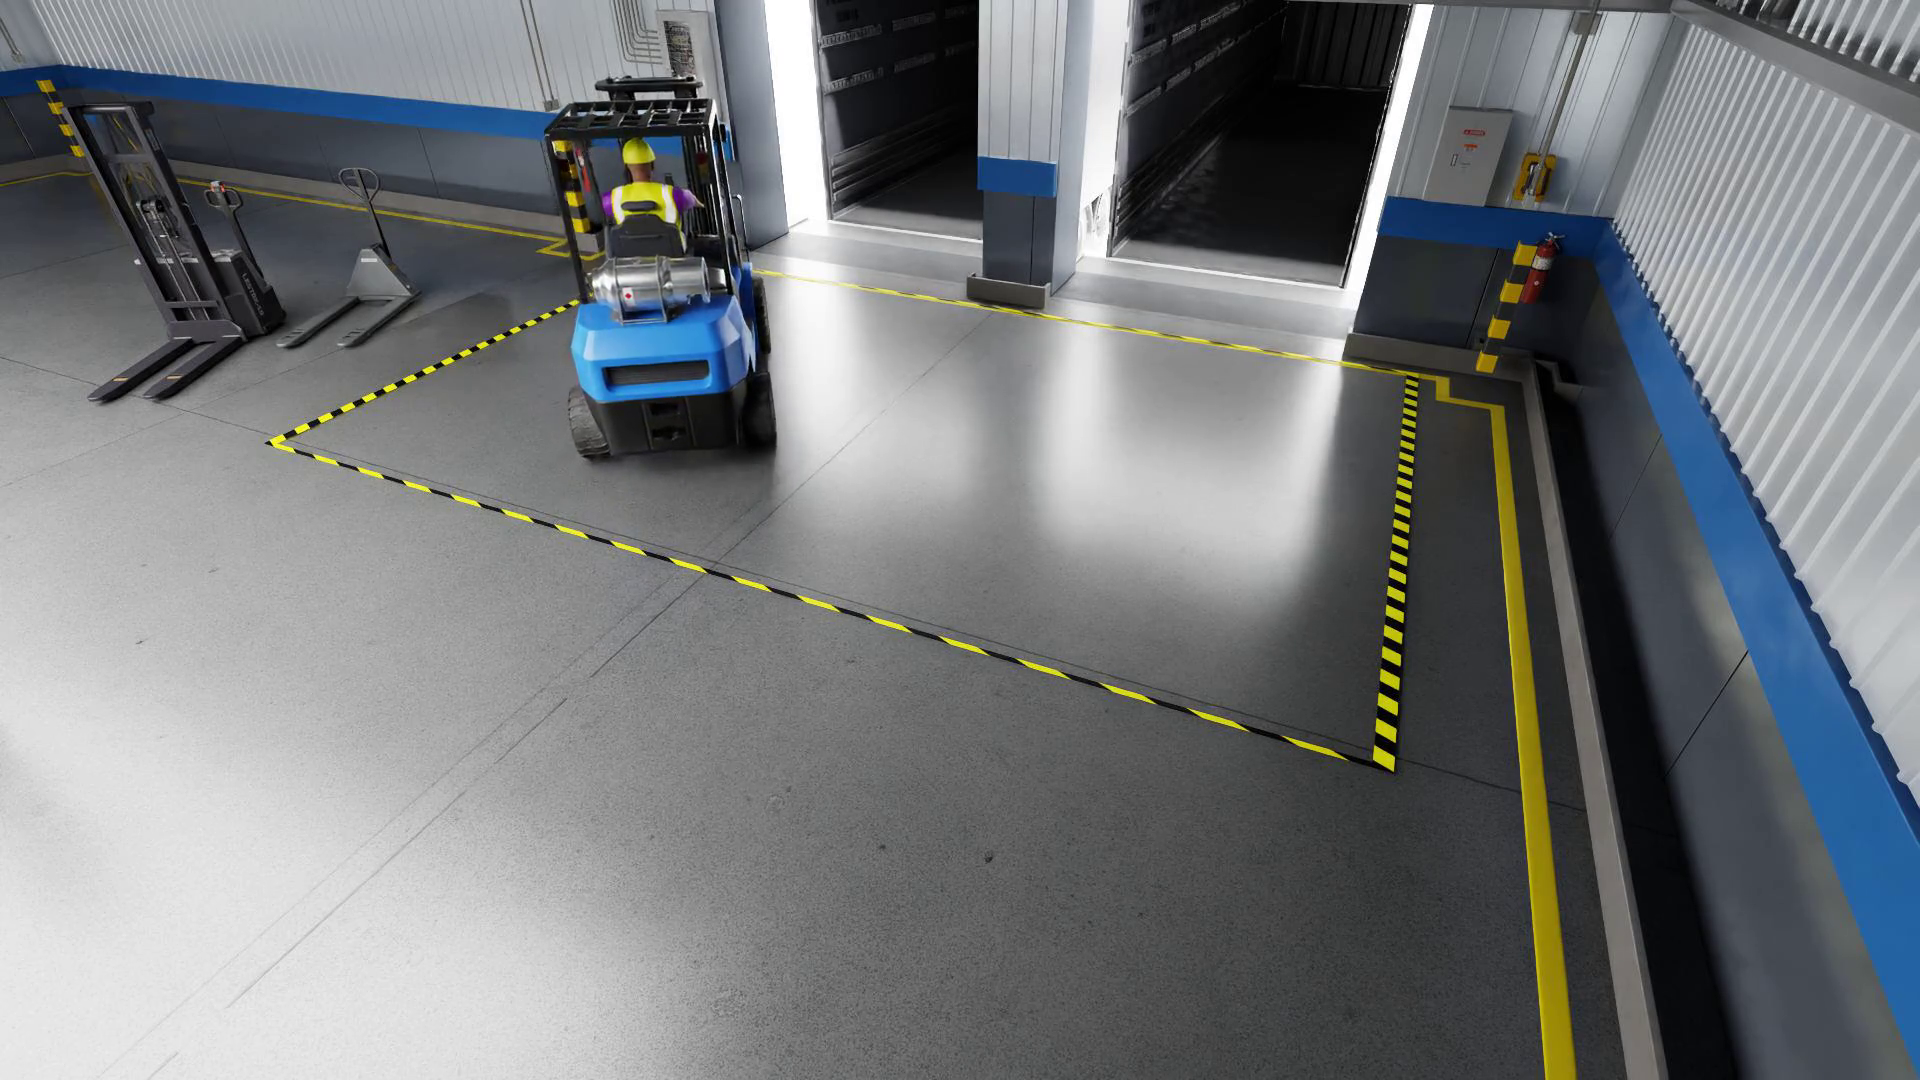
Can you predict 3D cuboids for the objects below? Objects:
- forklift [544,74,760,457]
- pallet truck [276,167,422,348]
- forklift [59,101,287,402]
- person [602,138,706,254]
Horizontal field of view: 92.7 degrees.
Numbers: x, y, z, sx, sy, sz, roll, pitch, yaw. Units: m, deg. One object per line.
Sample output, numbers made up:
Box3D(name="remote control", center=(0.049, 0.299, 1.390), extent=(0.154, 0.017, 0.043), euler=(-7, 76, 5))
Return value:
Box3D(name="forklift", center=(-2.182, -2.123, 6.747), extent=(1.157, 2.036, 2.680), euler=(-6, 35, -8))
Box3D(name="pallet truck", center=(-5.732, -2.611, 8.414), extent=(0.680, 1.201, 1.601), euler=(-1, 35, -1))
Box3D(name="forklift", center=(-6.686, -2.387, 7.434), extent=(0.823, 1.965, 1.885), euler=(-3, 35, -5))
Box3D(name="person", center=(-2.185, -2.311, 6.689), extent=(0.635, 1.293, 1.004), euler=(-6, 35, -8))
